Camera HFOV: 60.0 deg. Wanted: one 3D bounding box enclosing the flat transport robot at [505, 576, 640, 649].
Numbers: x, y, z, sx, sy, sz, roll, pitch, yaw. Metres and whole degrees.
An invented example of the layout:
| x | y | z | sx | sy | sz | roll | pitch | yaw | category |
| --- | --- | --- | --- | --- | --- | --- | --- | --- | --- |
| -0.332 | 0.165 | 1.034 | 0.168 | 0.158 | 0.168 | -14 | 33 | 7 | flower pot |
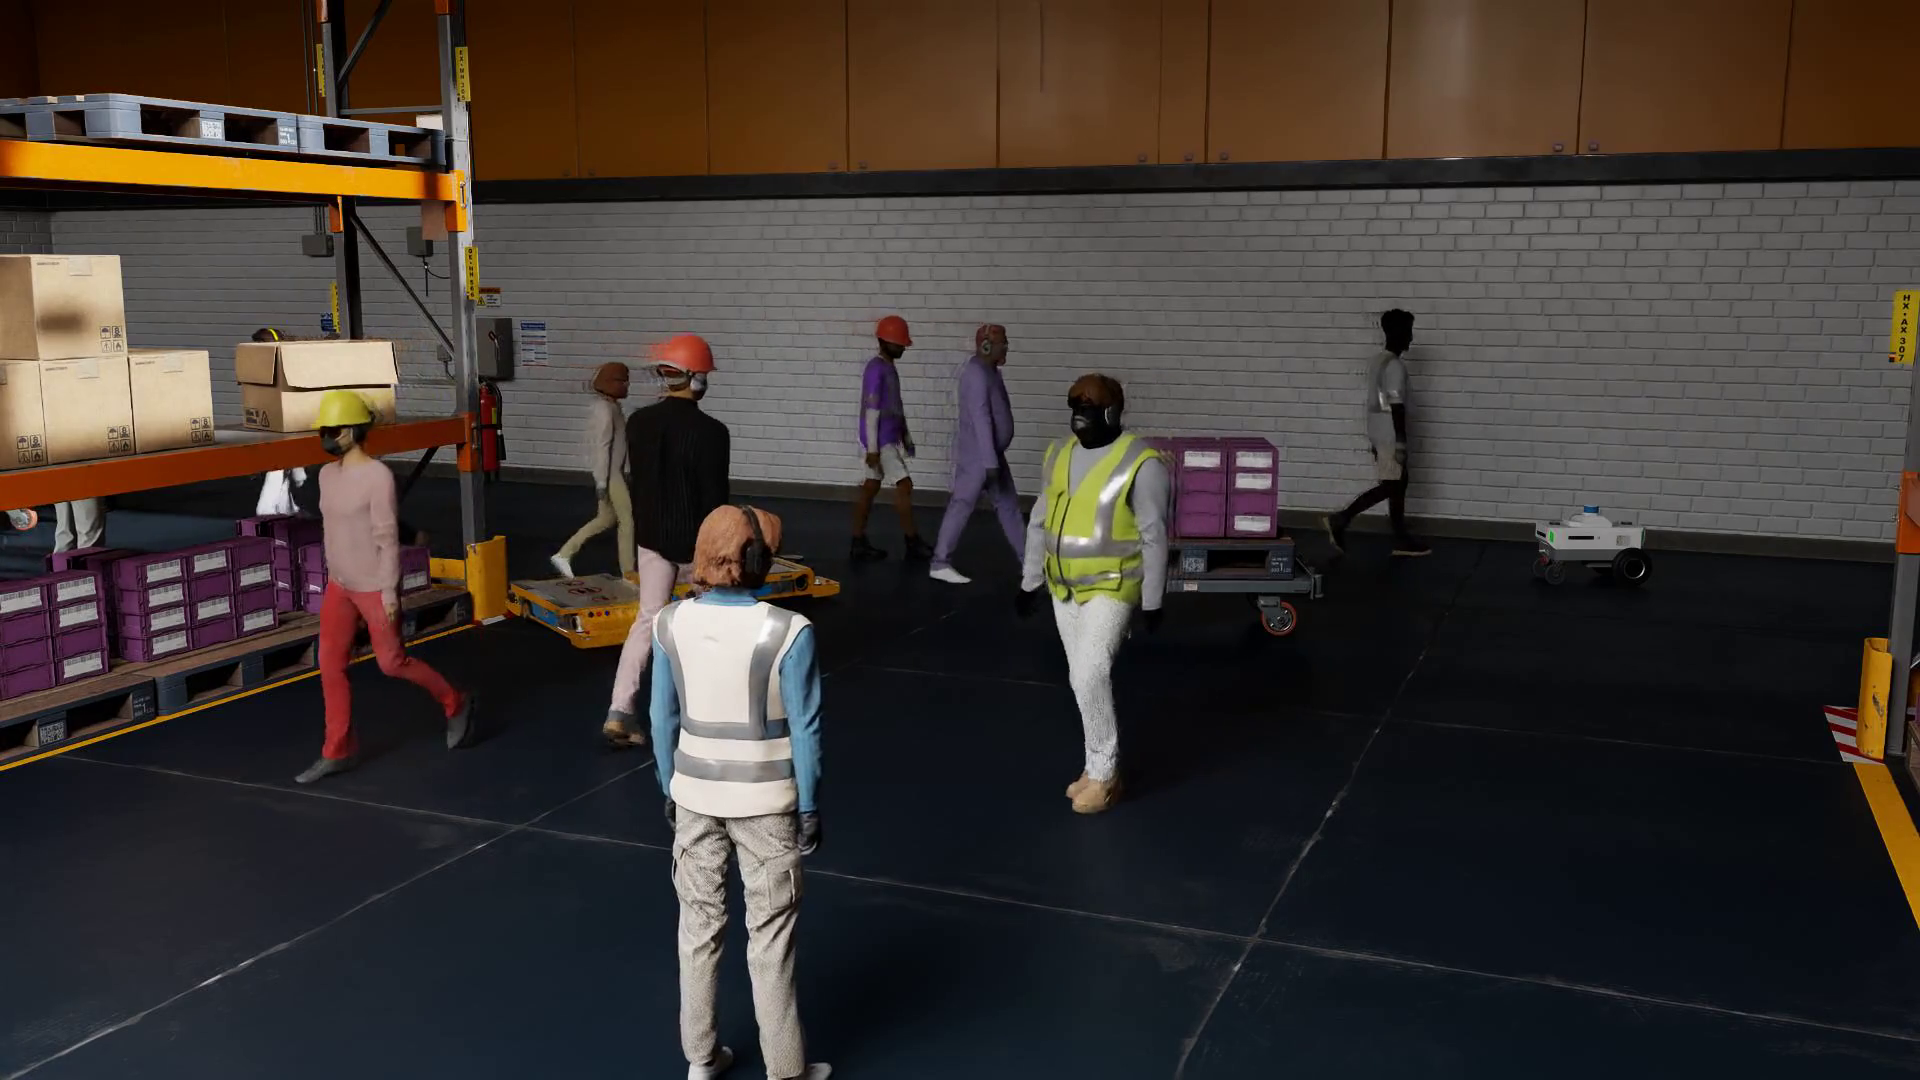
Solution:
| x | y | z | sx | sy | sz | roll | pitch | yaw | category |
| --- | --- | --- | --- | --- | --- | --- | --- | --- | --- |
| -2.310 | 0.423 | 10.431 | 0.652 | 0.197 | 1.431 | -6 | 11 | -33 | flat transport robot |

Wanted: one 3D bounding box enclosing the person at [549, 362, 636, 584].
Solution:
| x | y | z | sx | sy | sz | roll | pitch | yaw | category |
| --- | --- | --- | --- | --- | --- | --- | --- | --- | --- |
| -2.540 | -0.452 | 11.700 | 0.704 | 1.603 | 0.502 | -2 | 10 | -10 | person |

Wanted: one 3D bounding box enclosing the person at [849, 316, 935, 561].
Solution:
| x | y | z | sx | sy | sz | roll | pitch | yaw | category |
| --- | --- | --- | --- | --- | --- | --- | --- | --- | --- |
| -0.471 | -0.760 | 12.697 | 0.870 | 1.881 | 0.588 | 0 | 9 | 3 | person |

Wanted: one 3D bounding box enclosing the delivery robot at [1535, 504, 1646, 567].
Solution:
| x | y | z | sx | sy | sz | roll | pitch | yaw | category |
| --- | --- | --- | --- | --- | --- | --- | --- | --- | --- |
| 4.516 | -0.014 | 11.934 | 0.707 | 0.478 | 0.477 | 0 | 9 | 0 | delivery robot |

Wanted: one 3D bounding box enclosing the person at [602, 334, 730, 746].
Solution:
| x | y | z | sx | sy | sz | roll | pitch | yaw | category |
| --- | --- | --- | --- | --- | --- | --- | --- | --- | --- |
| -1.367 | 0.001 | 7.909 | 0.610 | 1.961 | 0.984 | 4 | 10 | 24 | person |

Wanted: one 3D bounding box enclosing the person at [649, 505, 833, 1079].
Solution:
| x | y | z | sx | sy | sz | roll | pitch | yaw | category |
| --- | --- | --- | --- | --- | --- | --- | --- | --- | --- |
| -0.601 | 0.718 | 4.508 | 0.515 | 1.638 | 0.315 | 4 | 10 | 22 | person |

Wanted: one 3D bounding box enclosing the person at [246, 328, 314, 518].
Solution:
| x | y | z | sx | sy | sz | roll | pitch | yaw | category |
| --- | --- | --- | --- | --- | --- | --- | --- | --- | --- |
| -4.811 | -0.595 | 11.857 | 0.866 | 1.844 | 0.527 | -8 | 12 | -40 | person |

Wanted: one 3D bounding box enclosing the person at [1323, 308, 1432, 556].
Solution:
| x | y | z | sx | sy | sz | roll | pitch | yaw | category |
| --- | --- | --- | --- | --- | --- | --- | --- | --- | --- |
| 3.276 | -0.824 | 12.914 | 0.815 | 1.945 | 0.616 | 1 | 9 | 4 | person |

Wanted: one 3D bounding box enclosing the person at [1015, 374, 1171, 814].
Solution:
| x | y | z | sx | sy | sz | roll | pitch | yaw | category |
| --- | --- | --- | --- | --- | --- | --- | --- | --- | --- |
| 0.510 | 0.222 | 6.963 | 0.570 | 1.824 | 0.631 | -7 | 12 | -38 | person |

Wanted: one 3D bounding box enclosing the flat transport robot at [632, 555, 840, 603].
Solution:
| x | y | z | sx | sy | sz | roll | pitch | yaw | category |
| --- | --- | --- | --- | --- | --- | --- | --- | --- | --- |
| -1.592 | 0.294 | 11.210 | 1.431 | 0.197 | 0.652 | -6 | 11 | -33 | flat transport robot |

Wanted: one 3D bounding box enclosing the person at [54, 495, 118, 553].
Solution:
| x | y | z | sx | sy | sz | roll | pitch | yaw | category |
| --- | --- | --- | --- | --- | --- | --- | --- | --- | --- |
| -5.424 | -0.372 | 10.263 | 0.584 | 1.919 | 0.381 | 5 | 11 | 27 | person |

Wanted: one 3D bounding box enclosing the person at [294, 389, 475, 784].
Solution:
| x | y | z | sx | sy | sz | roll | pitch | yaw | category |
| --- | --- | --- | --- | --- | --- | --- | --- | --- | --- |
| -2.624 | 0.180 | 7.478 | 0.529 | 1.738 | 0.788 | 7 | 11 | 35 | person |

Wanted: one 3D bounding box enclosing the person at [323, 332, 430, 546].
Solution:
| x | y | z | sx | sy | sz | roll | pitch | yaw | category |
| --- | --- | --- | --- | --- | --- | --- | --- | --- | --- |
| -4.216 | -0.598 | 11.962 | 0.689 | 1.814 | 0.564 | -1 | 9 | -6 | person |

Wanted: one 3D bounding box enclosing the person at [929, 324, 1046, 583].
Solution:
| x | y | z | sx | sy | sz | roll | pitch | yaw | category |
| --- | --- | --- | --- | --- | --- | --- | --- | --- | --- |
| 0.237 | -0.598 | 11.837 | 1.004 | 1.851 | 0.674 | 2 | 10 | 12 | person |
